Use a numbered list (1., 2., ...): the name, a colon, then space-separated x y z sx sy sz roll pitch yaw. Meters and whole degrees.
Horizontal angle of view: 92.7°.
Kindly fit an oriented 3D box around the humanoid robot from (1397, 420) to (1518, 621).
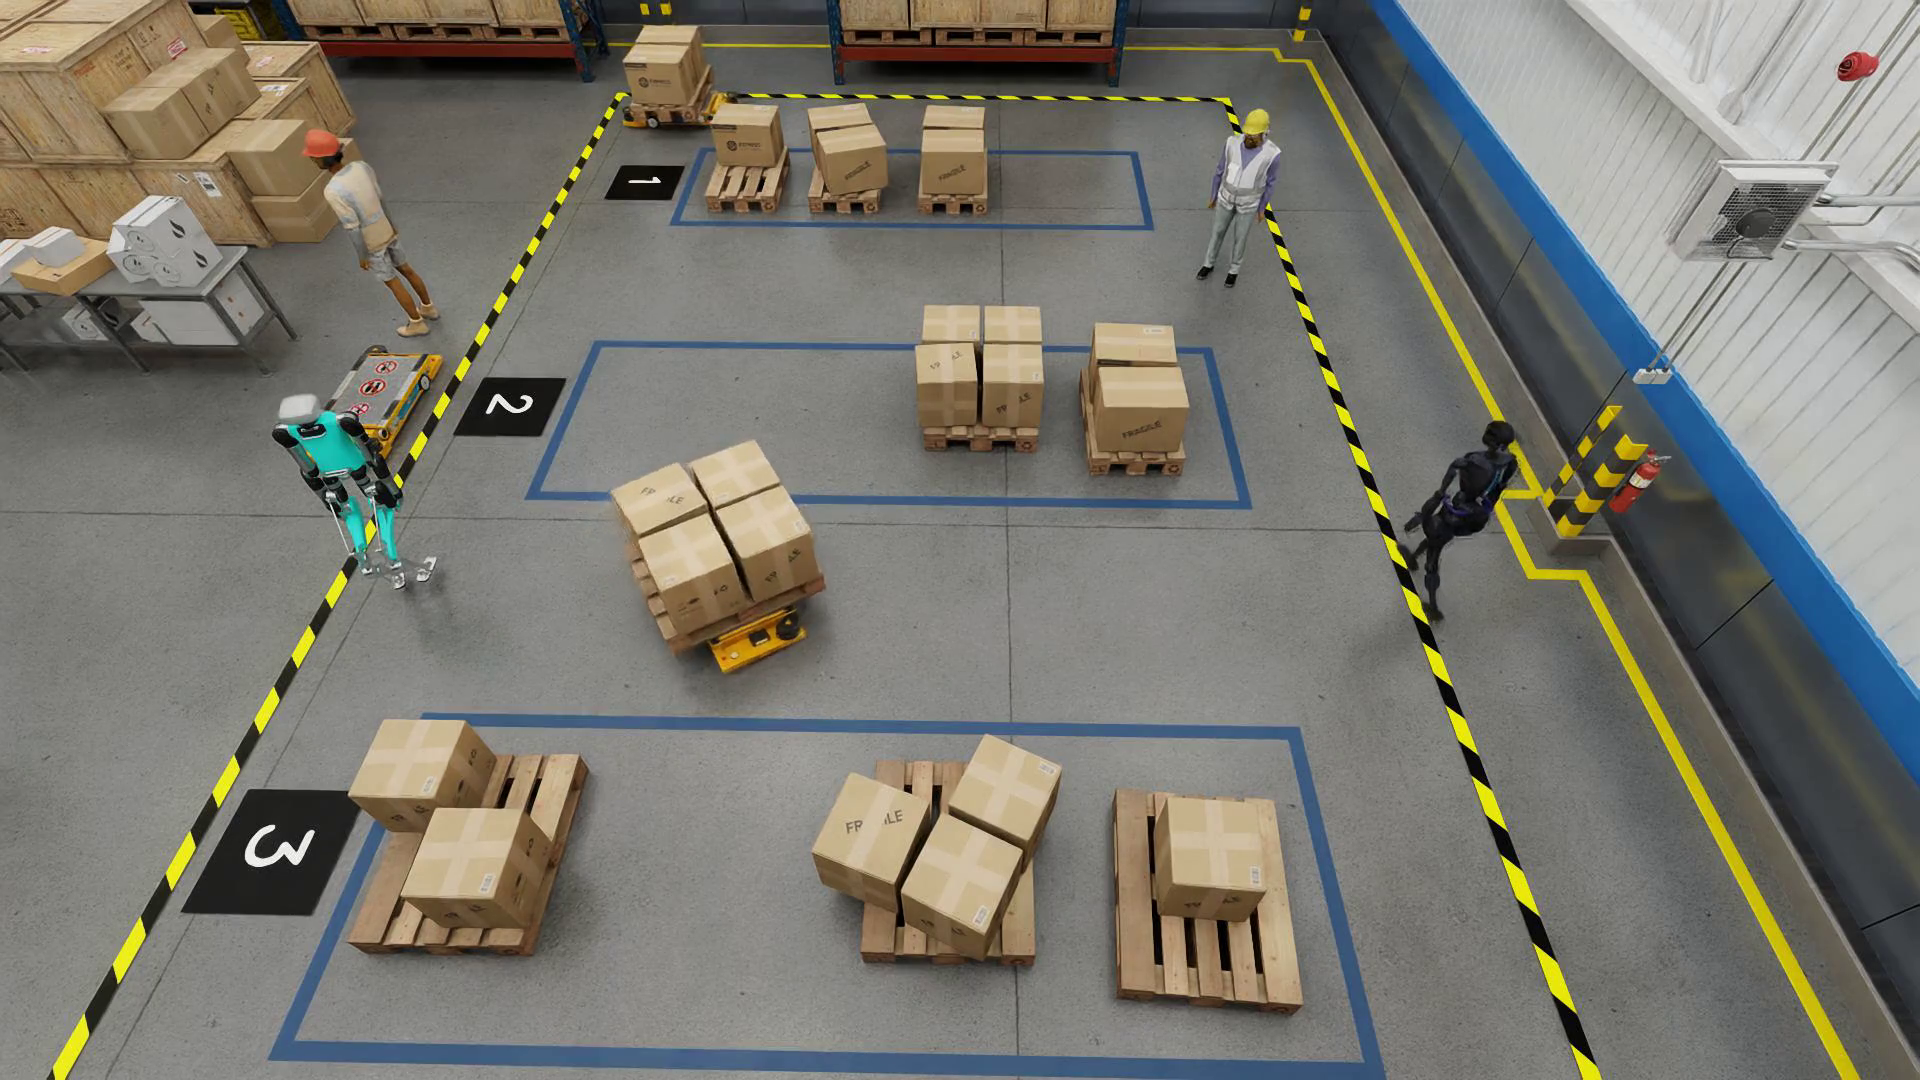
1. humanoid robot: 3.597 -0.154 6.618 0.613 1.636 0.786 -8 50 -7

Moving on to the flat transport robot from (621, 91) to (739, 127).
1. flat transport robot: -3.721 -5.756 12.219 1.431 0.197 0.652 1 50 1

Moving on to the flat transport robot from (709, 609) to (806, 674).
1. flat transport robot: -1.782 0.323 7.075 0.652 0.197 1.431 -24 54 -19

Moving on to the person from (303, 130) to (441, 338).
1. person: -5.518 -2.841 8.610 0.373 2.042 0.613 3 50 3

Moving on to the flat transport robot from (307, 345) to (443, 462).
1. flat transport robot: -5.383 -1.269 8.441 0.659 0.231 1.431 1 50 1

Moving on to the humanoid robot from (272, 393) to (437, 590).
1. humanoid robot: -4.277 -0.200 6.484 0.533 1.681 0.735 -11 51 -9

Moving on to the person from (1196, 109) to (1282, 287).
1. person: 2.806 -3.423 9.238 0.601 1.830 0.404 23 54 19
